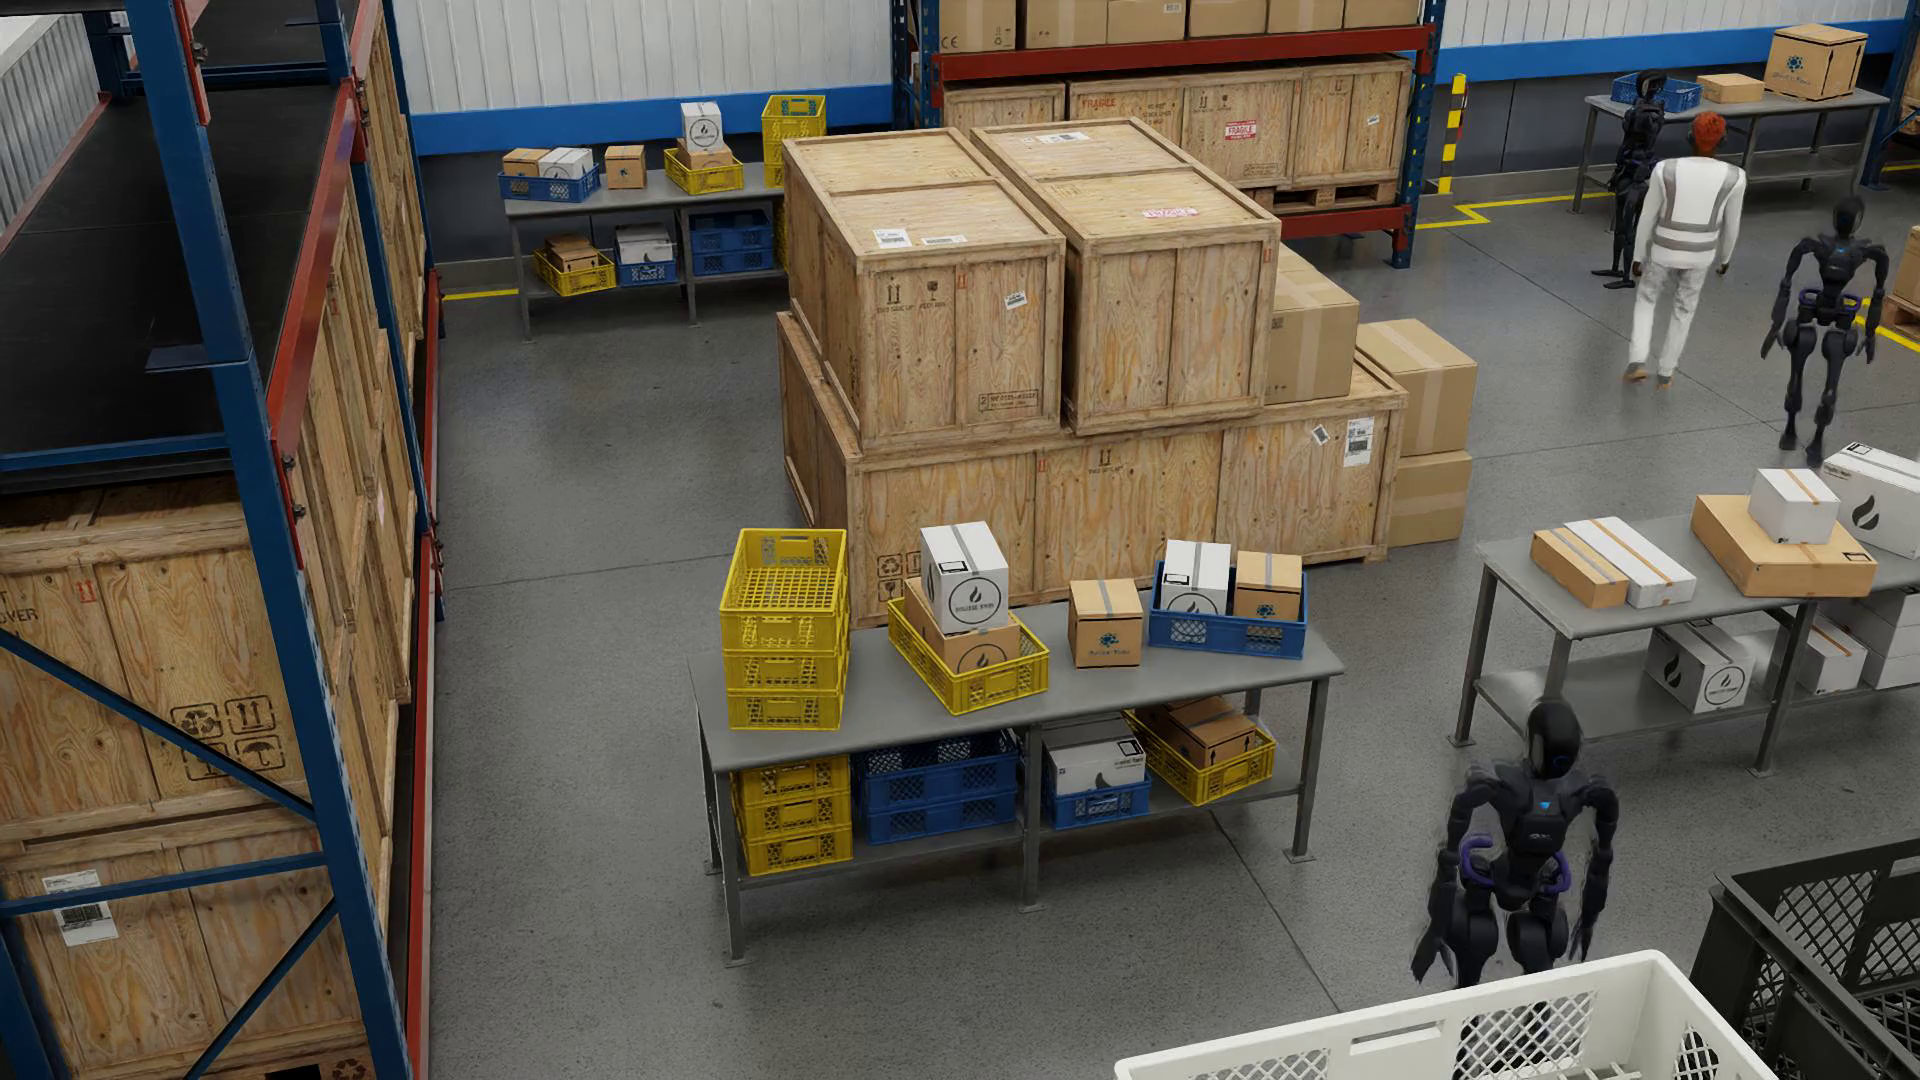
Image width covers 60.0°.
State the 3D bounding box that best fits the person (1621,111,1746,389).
[{"bbox_3d":[4.705,-1.858,10.830,0.612,1.872,0.446,11,31,18],"label":"person"}]

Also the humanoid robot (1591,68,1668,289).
[{"bbox_3d":[5.098,-2.750,12.634,0.326,1.656,0.587,1,29,2],"label":"humanoid robot"}]

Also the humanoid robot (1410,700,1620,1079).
[{"bbox_3d":[1.781,1.244,5.394,0.602,1.645,0.427,4,29,7],"label":"humanoid robot"}]

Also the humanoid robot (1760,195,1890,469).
[{"bbox_3d":[5.157,-1.256,9.940,0.599,1.640,0.579,15,32,26],"label":"humanoid robot"}]
